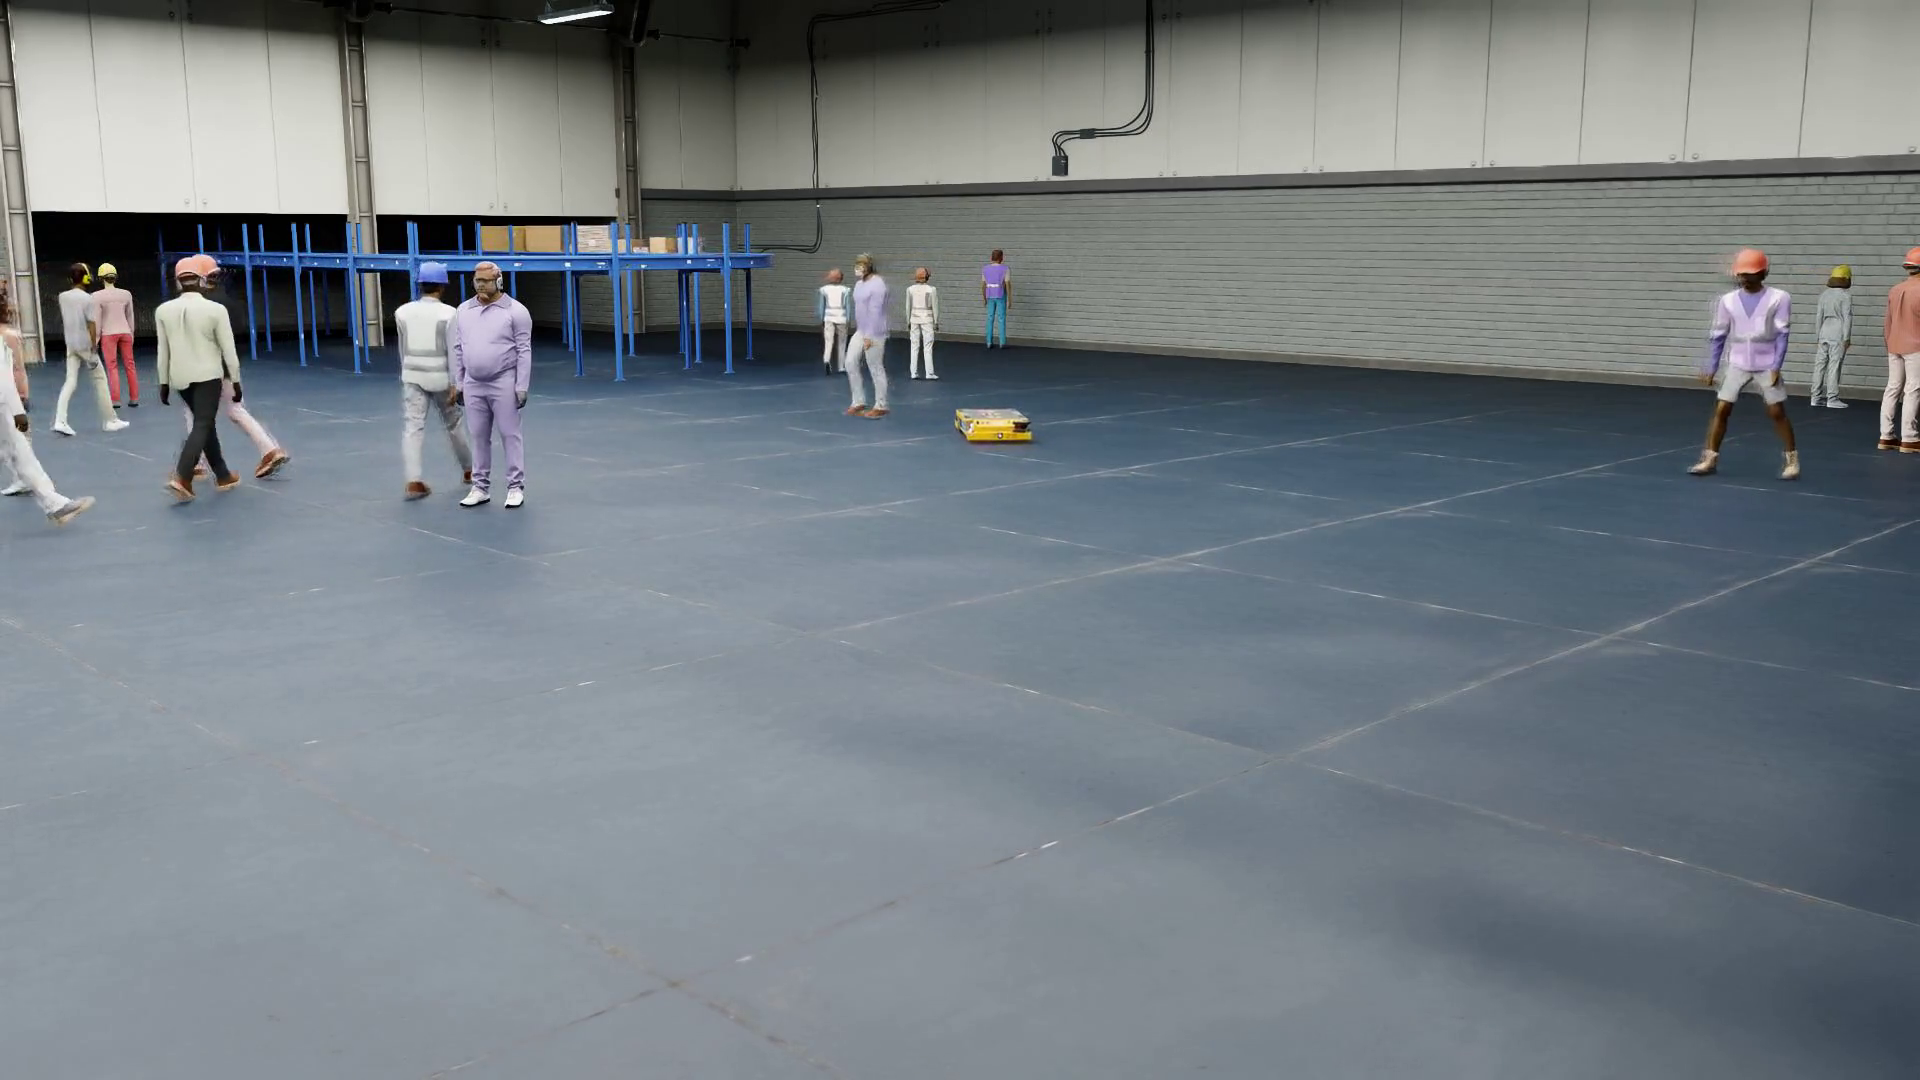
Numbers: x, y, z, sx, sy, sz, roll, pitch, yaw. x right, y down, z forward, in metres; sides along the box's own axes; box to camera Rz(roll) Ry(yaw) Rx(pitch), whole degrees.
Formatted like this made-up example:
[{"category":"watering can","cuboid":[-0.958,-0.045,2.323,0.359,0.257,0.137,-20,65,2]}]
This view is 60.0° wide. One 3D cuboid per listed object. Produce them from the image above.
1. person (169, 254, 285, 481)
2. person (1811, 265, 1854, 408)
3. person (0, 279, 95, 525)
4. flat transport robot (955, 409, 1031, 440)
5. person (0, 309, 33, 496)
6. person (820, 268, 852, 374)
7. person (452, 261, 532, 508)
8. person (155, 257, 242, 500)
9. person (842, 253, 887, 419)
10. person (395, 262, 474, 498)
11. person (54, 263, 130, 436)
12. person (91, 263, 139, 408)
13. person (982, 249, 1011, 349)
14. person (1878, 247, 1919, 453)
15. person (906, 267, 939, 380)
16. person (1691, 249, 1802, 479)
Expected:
[{"category":"person","cuboid":[-6.398,-1.493,14.412,0.971,1.959,0.632,1,10,6]},{"category":"person","cuboid":[10.812,-2.515,20.556,0.321,1.742,0.492,-3,11,-18]},{"category":"person","cuboid":[-6.778,-0.950,11.788,1.015,1.817,0.612,-7,12,-32]},{"category":"flat transport robot","cuboid":[0.338,-1.244,17.755,0.652,0.197,1.431,-1,10,-6]},{"category":"person","cuboid":[-7.741,-1.156,13.472,0.399,1.620,0.539,-10,14,-42]},{"category":"person","cuboid":[-1.915,-3.350,25.460,0.518,1.612,0.763,2,11,9]},{"category":"person","cuboid":[-3.666,-1.211,12.998,0.643,1.909,0.411,2,11,10]},{"category":"person","cuboid":[-6.202,-1.315,13.501,0.647,1.949,1.028,1,10,6]},{"category":"person","cuboid":[-1.117,-2.339,19.159,0.654,1.908,0.621,-7,13,-34]},{"category":"person","cuboid":[-4.332,-1.337,13.742,0.606,1.878,1.038,1,10,7]},{"category":"person","cuboid":[-9.413,-2.045,17.792,0.535,1.830,0.964,2,11,12]},{"category":"person","cuboid":[-10.410,-2.509,20.459,0.324,1.769,0.523,7,13,35]},{"category":"person","cuboid":[0.683,-4.505,31.134,0.570,1.841,0.380,4,11,23]},{"category":"person","cuboid":[9.338,-1.867,16.329,0.375,1.997,0.612,-2,11,-12]},{"category":"person","cuboid":[-0.550,-3.175,24.437,0.523,1.639,0.308,5,11,25]},{"category":"person","cuboid":[6.946,-1.533,14.576,0.814,1.990,0.585,10,14,42]}]
